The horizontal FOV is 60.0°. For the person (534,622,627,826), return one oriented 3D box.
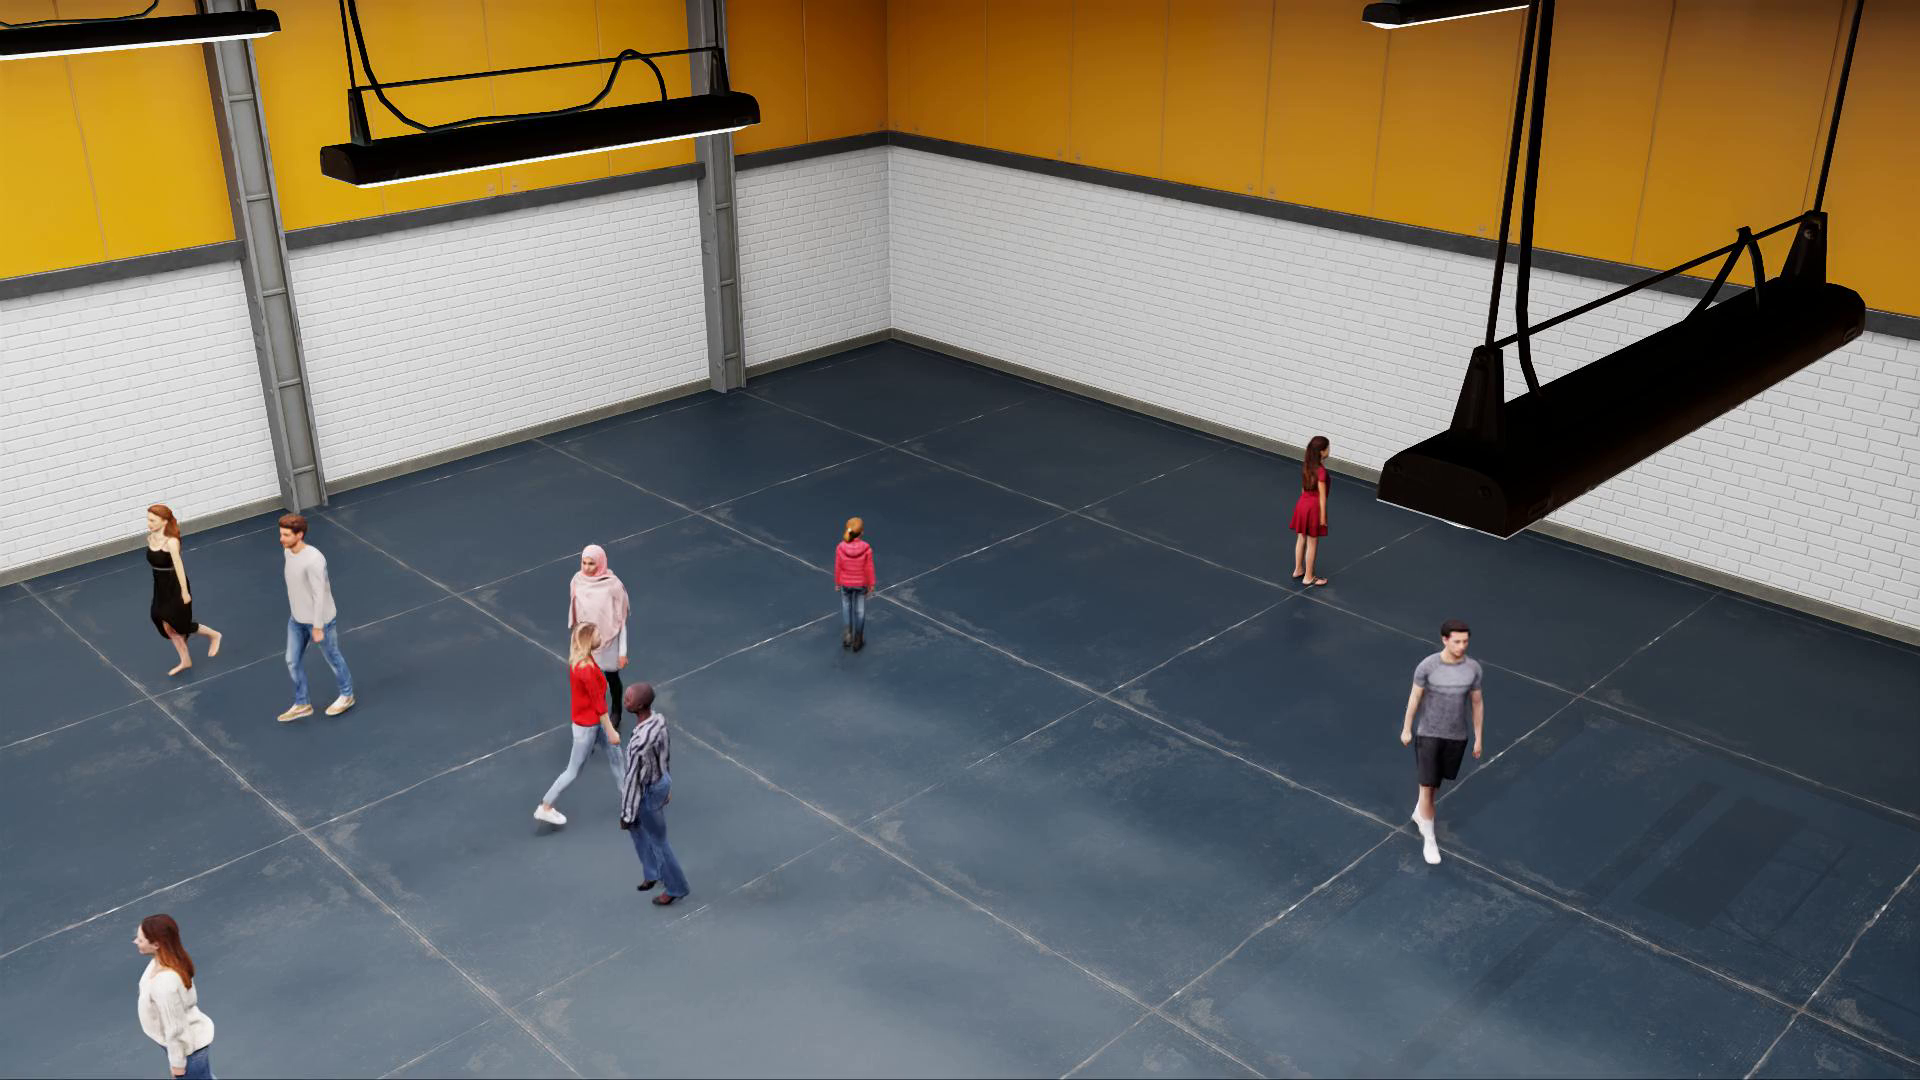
[{"bbox_3d":[-2.885,1.438,12.578,1.246,1.665,0.970,-8,25,-17],"label":"person"}]

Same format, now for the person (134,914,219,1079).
[{"bbox_3d":[-4.368,2.821,9.382,0.697,1.691,0.698,-8,25,-18],"label":"person"}]

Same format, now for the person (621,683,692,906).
[{"bbox_3d":[-2.063,1.801,11.605,0.855,1.781,0.797,-1,24,-3],"label":"person"}]

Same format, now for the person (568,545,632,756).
[{"bbox_3d":[-2.952,0.854,13.797,1.095,1.760,1.228,3,24,7],"label":"person"}]

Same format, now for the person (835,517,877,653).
[{"bbox_3d":[-0.989,0.435,15.318,0.618,1.308,0.665,3,24,6],"label":"person"}]

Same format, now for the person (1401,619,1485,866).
[{"bbox_3d":[3.568,1.398,12.443,1.096,1.847,1.135,-1,24,-3],"label":"person"}]

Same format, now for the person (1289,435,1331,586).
[{"bbox_3d":[3.539,-0.314,16.727,0.717,1.553,0.659,-8,25,-17],"label":"person"}]

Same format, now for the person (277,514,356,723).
[{"bbox_3d":[-5.429,0.625,14.173,0.769,1.877,0.922,16,28,32],"label":"person"}]

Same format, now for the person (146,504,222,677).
[{"bbox_3d":[-7.018,0.416,14.984,0.632,1.611,0.810,16,28,32],"label":"person"}]
